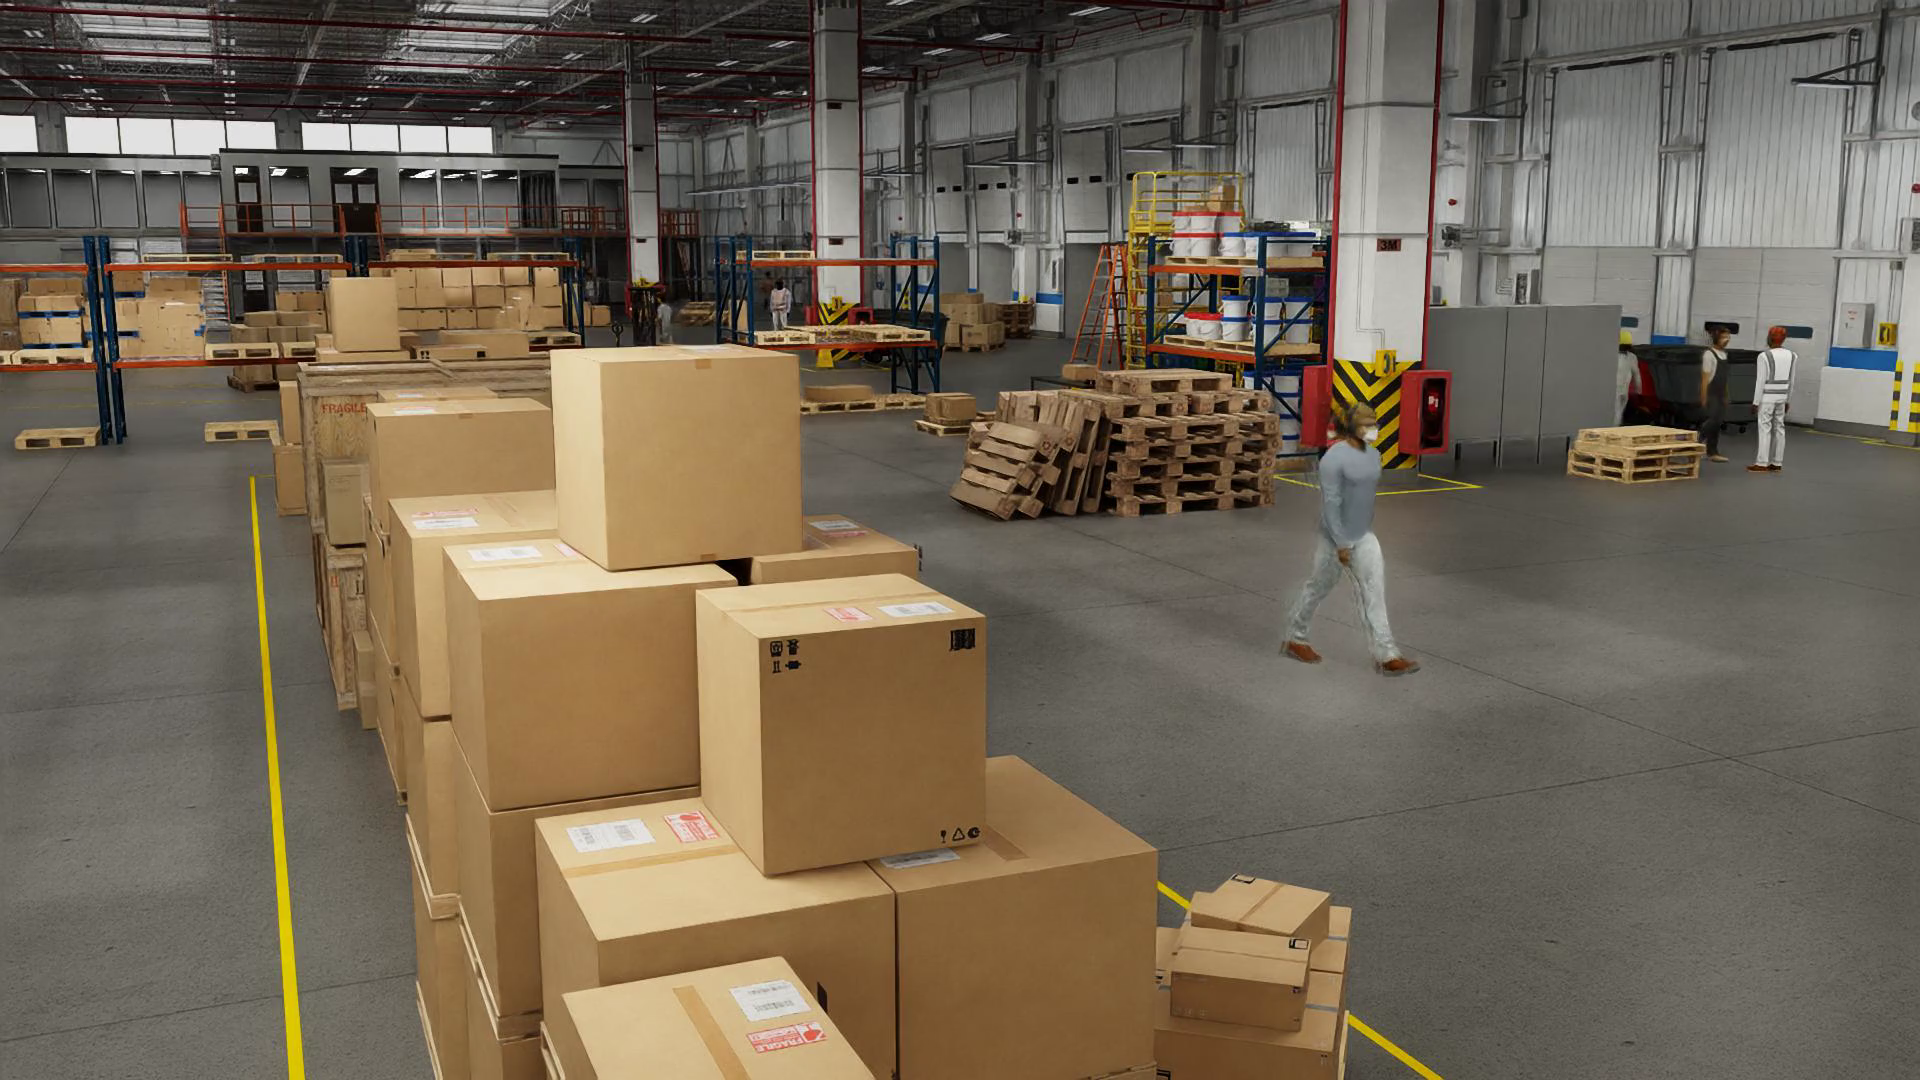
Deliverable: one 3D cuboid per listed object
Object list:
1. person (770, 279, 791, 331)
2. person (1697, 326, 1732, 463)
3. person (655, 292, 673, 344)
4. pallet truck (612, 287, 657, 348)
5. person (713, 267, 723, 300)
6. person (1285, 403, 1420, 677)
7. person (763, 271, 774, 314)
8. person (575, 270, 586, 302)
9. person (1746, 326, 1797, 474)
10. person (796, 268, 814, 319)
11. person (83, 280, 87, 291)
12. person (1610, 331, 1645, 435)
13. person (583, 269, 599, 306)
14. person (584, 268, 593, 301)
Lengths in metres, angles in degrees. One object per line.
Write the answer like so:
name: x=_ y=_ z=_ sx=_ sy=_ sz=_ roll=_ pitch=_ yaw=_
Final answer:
person: x=-5.135 y=-6.510 z=47.433 sx=0.626 sy=1.844 sz=0.429 roll=3 pitch=11 yaw=16
person: x=10.139 y=-1.950 z=22.325 sx=0.525 sy=1.829 sz=0.416 roll=-9 pitch=13 yaw=-40
person: x=-6.625 y=-4.612 z=37.079 sx=1.026 sy=1.798 sz=0.563 roll=6 pitch=12 yaw=28
pallet truck: x=-6.464 y=-4.406 z=35.401 sx=0.823 sy=1.965 sz=1.885 roll=6 pitch=12 yaw=32
person: x=-11.897 y=-12.793 z=81.753 sx=0.383 sy=1.949 sz=0.614 roll=6 pitch=12 yaw=32
person: x=2.707 y=-0.008 z=11.505 sx=0.635 sy=1.885 sz=1.071 roll=-7 pitch=13 yaw=-35
person: x=-7.594 y=-9.870 z=66.371 sx=0.557 sy=1.672 sz=0.611 roll=-8 pitch=13 yaw=-38
person: x=-15.380 y=-10.095 z=67.395 sx=0.309 sy=1.769 sz=0.523 roll=7 pitch=13 yaw=35
person: x=10.383 y=-1.786 z=21.276 sx=0.584 sy=1.884 sz=0.347 roll=-3 pitch=11 yaw=-18
person: x=-5.546 y=-9.090 z=61.402 sx=1.056 sy=1.923 sz=0.601 roll=1 pitch=10 yaw=5
person: x=-27.646 y=-7.576 z=52.823 sx=0.791 sy=2.018 sz=0.618 roll=5 pitch=11 yaw=25
person: x=9.217 y=-2.040 z=23.123 sx=0.511 sy=1.703 sz=0.663 roll=-4 pitch=11 yaw=-19
person: x=-13.386 y=-8.835 z=60.081 sx=0.548 sy=1.891 sz=0.947 roll=8 pitch=13 yaw=36
person: x=-14.742 y=-9.947 z=66.381 sx=0.633 sy=1.839 sz=0.429 roll=6 pitch=12 yaw=28
